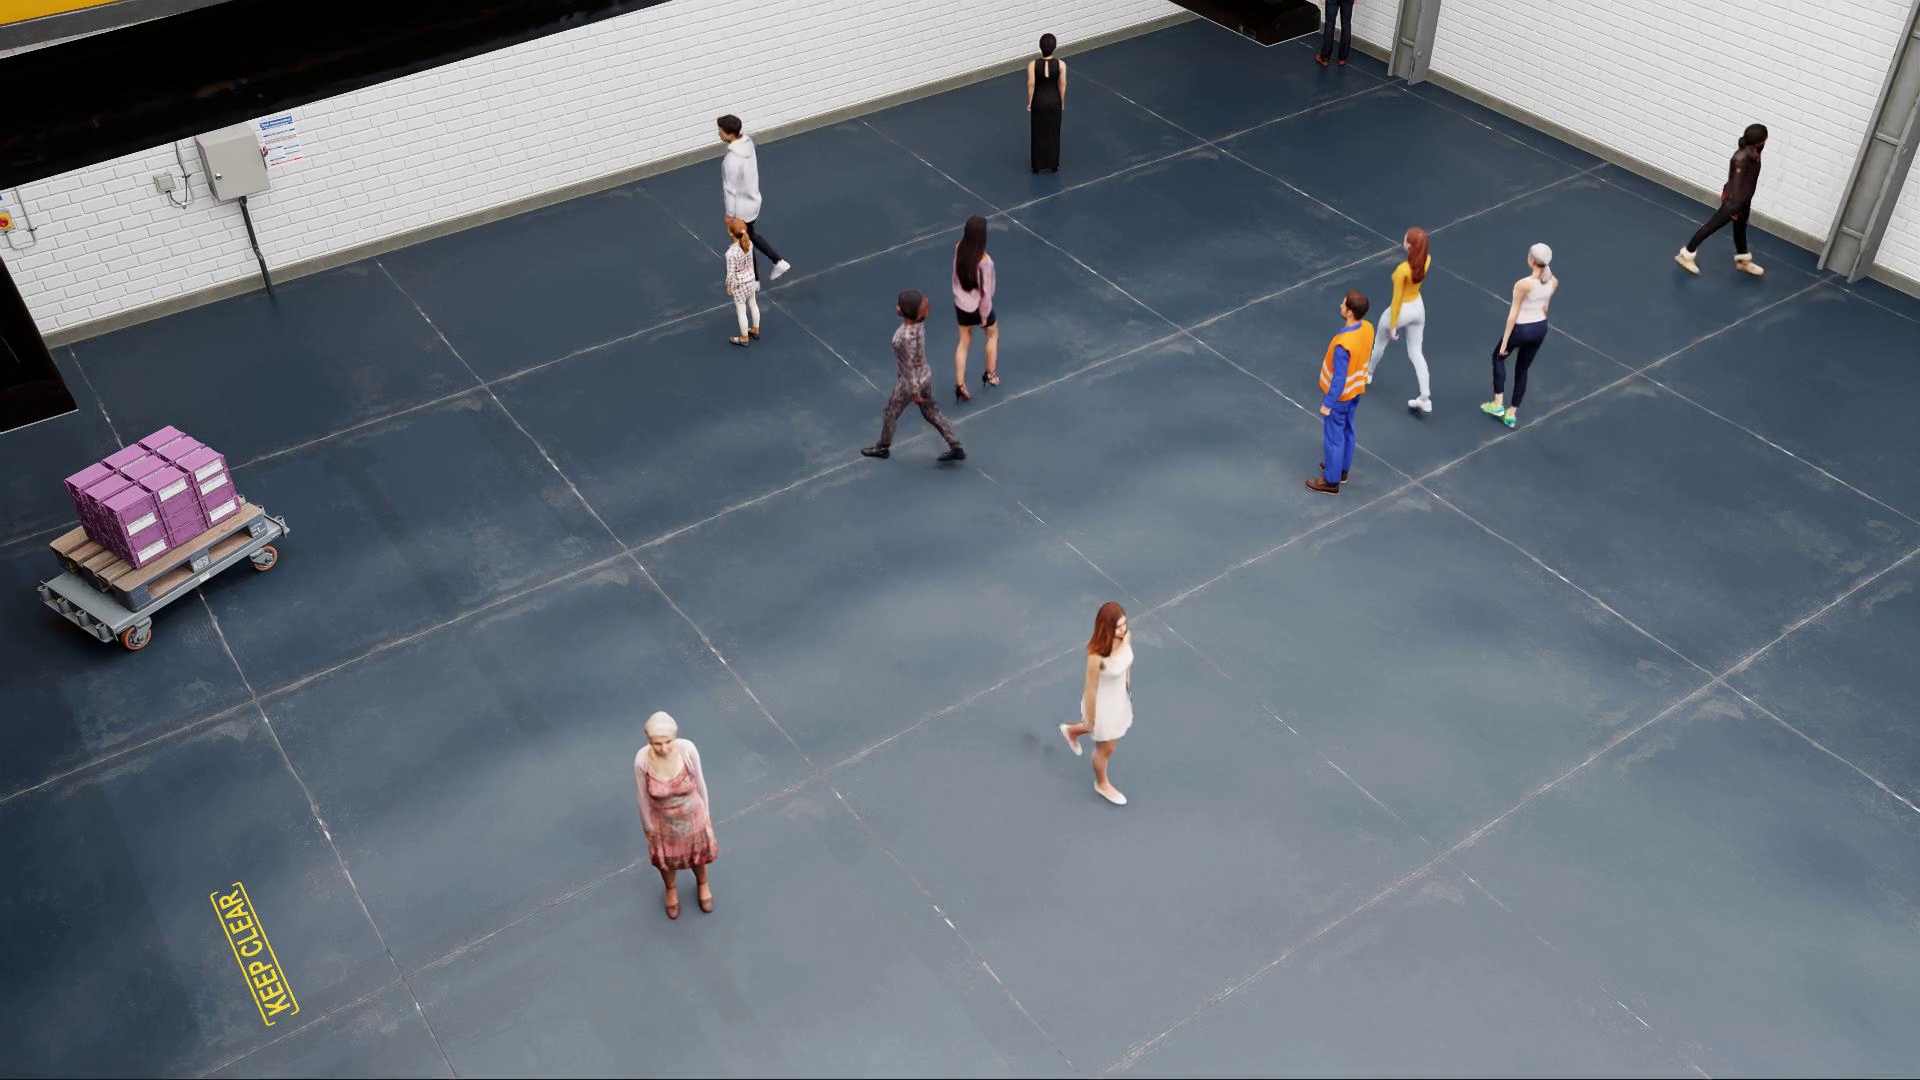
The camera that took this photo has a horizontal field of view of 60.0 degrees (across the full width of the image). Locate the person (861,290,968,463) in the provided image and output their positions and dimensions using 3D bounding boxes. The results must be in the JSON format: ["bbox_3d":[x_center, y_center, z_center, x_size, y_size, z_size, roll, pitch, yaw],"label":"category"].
[{"bbox_3d":[-0.298,-1.307,13.932,1.165,1.666,1.093,7,39,9],"label":"person"}]

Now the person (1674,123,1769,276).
[{"bbox_3d":[7.831,-3.322,16.460,1.142,1.660,0.863,-25,45,-27],"label":"person"}]

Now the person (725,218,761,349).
[{"bbox_3d":[-2.040,-2.433,15.625,0.612,1.312,0.596,24,44,27],"label":"person"}]

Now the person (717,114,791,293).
[{"bbox_3d":[-2.007,-3.230,16.146,1.015,1.907,0.957,8,39,9],"label":"person"}]

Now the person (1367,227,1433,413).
[{"bbox_3d":[3.994,-1.914,14.660,0.661,1.706,1.216,-20,43,-24],"label":"person"}]

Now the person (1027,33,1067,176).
[{"bbox_3d":[0.951,-4.808,18.364,0.653,1.604,0.667,-2,39,-3],"label":"person"}]

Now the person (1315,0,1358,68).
[{"bbox_3d":[4.734,-6.794,20.704,0.729,1.789,0.746,-1,39,-1],"label":"person"}]

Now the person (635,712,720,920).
[{"bbox_3d":[-1.742,1.663,10.193,0.656,1.690,0.651,-13,40,-15],"label":"person"}]

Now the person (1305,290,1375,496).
[{"bbox_3d":[3.141,-1.211,13.653,0.735,1.862,0.775,24,44,27],"label":"person"}]

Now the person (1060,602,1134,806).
[{"bbox_3d":[0.895,1.018,10.996,0.923,1.696,0.694,30,47,32],"label":"person"}]

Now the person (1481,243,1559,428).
[{"bbox_3d":[4.958,-1.717,14.434,0.719,1.679,0.727,-14,41,-17],"label":"person"}]

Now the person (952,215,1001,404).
[{"bbox_3d":[0.056,-1.996,14.696,0.774,1.789,0.787,27,46,30],"label":"person"}]
